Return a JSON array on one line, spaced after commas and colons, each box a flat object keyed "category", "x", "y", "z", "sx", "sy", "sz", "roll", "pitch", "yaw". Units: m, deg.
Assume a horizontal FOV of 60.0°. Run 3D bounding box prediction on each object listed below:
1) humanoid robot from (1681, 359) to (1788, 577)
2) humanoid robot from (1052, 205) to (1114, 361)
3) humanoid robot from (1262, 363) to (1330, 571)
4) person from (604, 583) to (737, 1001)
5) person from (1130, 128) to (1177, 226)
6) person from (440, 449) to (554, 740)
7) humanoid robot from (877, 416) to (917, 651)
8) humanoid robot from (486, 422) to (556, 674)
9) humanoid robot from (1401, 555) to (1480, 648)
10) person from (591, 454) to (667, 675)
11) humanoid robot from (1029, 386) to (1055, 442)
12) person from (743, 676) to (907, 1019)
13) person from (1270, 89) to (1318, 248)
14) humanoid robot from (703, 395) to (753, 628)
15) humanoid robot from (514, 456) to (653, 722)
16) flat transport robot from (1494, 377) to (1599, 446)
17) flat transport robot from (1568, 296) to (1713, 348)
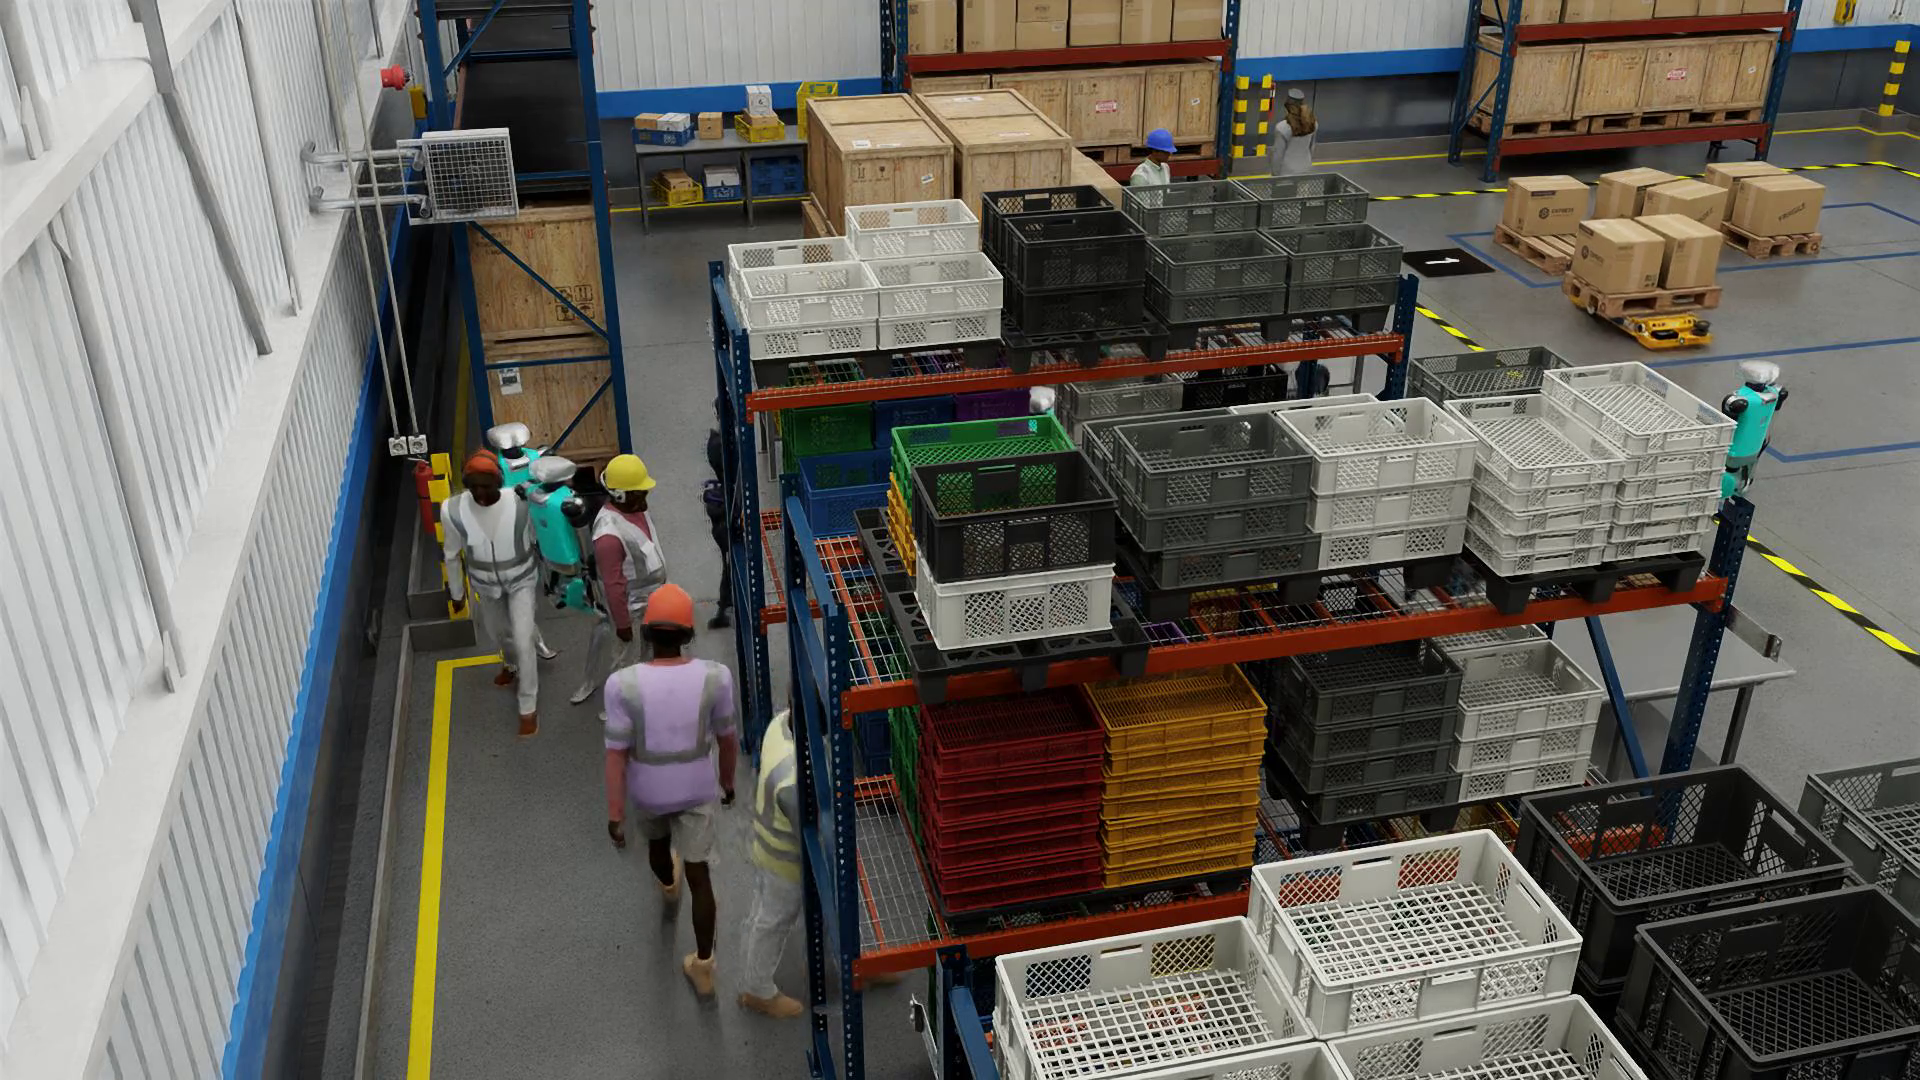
[{"category": "humanoid robot", "x": 5.035, "y": -0.488, "z": 11.256, "sx": 0.533, "sy": 1.674, "sz": 0.735, "roll": -15, "pitch": 31, "yaw": -26}, {"category": "humanoid robot", "x": 1.122, "y": -1.913, "z": 14.208, "sx": 0.751, "sy": 1.874, "sz": 0.565, "roll": 8, "pitch": 29, "yaw": 15}, {"category": "humanoid robot", "x": 2.267, "y": -0.459, "z": 11.414, "sx": 0.439, "sy": 1.646, "sz": 0.594, "roll": 0, "pitch": 28, "yaw": 0}, {"category": "person", "x": -1.381, "y": 1.174, "z": 8.013, "sx": 0.648, "sy": 1.953, "sz": 1.083, "roll": -6, "pitch": 28, "yaw": -10}, {"category": "person", "x": 1.822, "y": -2.961, "z": 15.878, "sx": 0.412, "sy": 1.939, "sz": 0.602, "roll": 18, "pitch": 33, "yaw": 30}, {"category": "person", "x": -2.741, "y": 0.216, "z": 9.970, "sx": 0.592, "sy": 1.838, "sz": 0.826, "roll": -2, "pitch": 28, "yaw": -3}, {"category": "humanoid robot", "x": -0.415, "y": -0.041, "z": 10.622, "sx": 0.427, "sy": 1.642, "sz": 0.584, "roll": -21, "pitch": 35, "yaw": -35}, {"category": "humanoid robot", "x": -2.817, "y": -0.011, "z": 10.349, "sx": 0.533, "sy": 1.677, "sz": 0.735, "roll": -20, "pitch": 34, "yaw": -34}, {"category": "humanoid robot", "x": 2.740, "y": 0.615, "z": 9.397, "sx": 0.612, "sy": 1.635, "sz": 0.687, "roll": 2, "pitch": 28, "yaw": 4}, {"category": "person", "x": -1.915, "y": 0.327, "z": 9.764, "sx": 0.405, "sy": 1.823, "sz": 0.589, "roll": 2, "pitch": 28, "yaw": 5}, {"category": "humanoid robot", "x": 0.293, "y": -0.215, "z": 10.797, "sx": 0.715, "sy": 1.722, "sz": 0.531, "roll": 15, "pitch": 31, "yaw": 26}, {"category": "person", "x": -0.649, "y": 1.429, "z": 7.691, "sx": 0.881, "sy": 1.793, "sz": 0.658, "roll": -1, "pitch": 28, "yaw": -2}, {"category": "person", "x": 3.592, "y": -3.985, "z": 18.002, "sx": 0.562, "sy": 1.763, "sz": 0.403, "roll": -15, "pitch": 31, "yaw": -26}, {"category": "humanoid robot", "x": -1.524, "y": -0.182, "z": 10.882, "sx": 0.373, "sy": 1.636, "sz": 0.608, "roll": -7, "pitch": 29, "yaw": -13}, {"category": "humanoid robot", "x": -2.182, "y": 0.238, "z": 9.970, "sx": 0.564, "sy": 1.752, "sz": 0.734, "roll": 19, "pitch": 33, "yaw": 31}, {"category": "flat transport robot", "x": 4.780, "y": -1.036, "z": 14.013, "sx": 0.659, "sy": 0.231, "sz": 1.431, "roll": -6, "pitch": 28, "yaw": -12}, {"category": "flat transport robot", "x": 6.637, "y": -2.236, "z": 16.260, "sx": 0.652, "sy": 0.197, "sz": 1.431, "roll": -6, "pitch": 28, "yaw": -12}]
